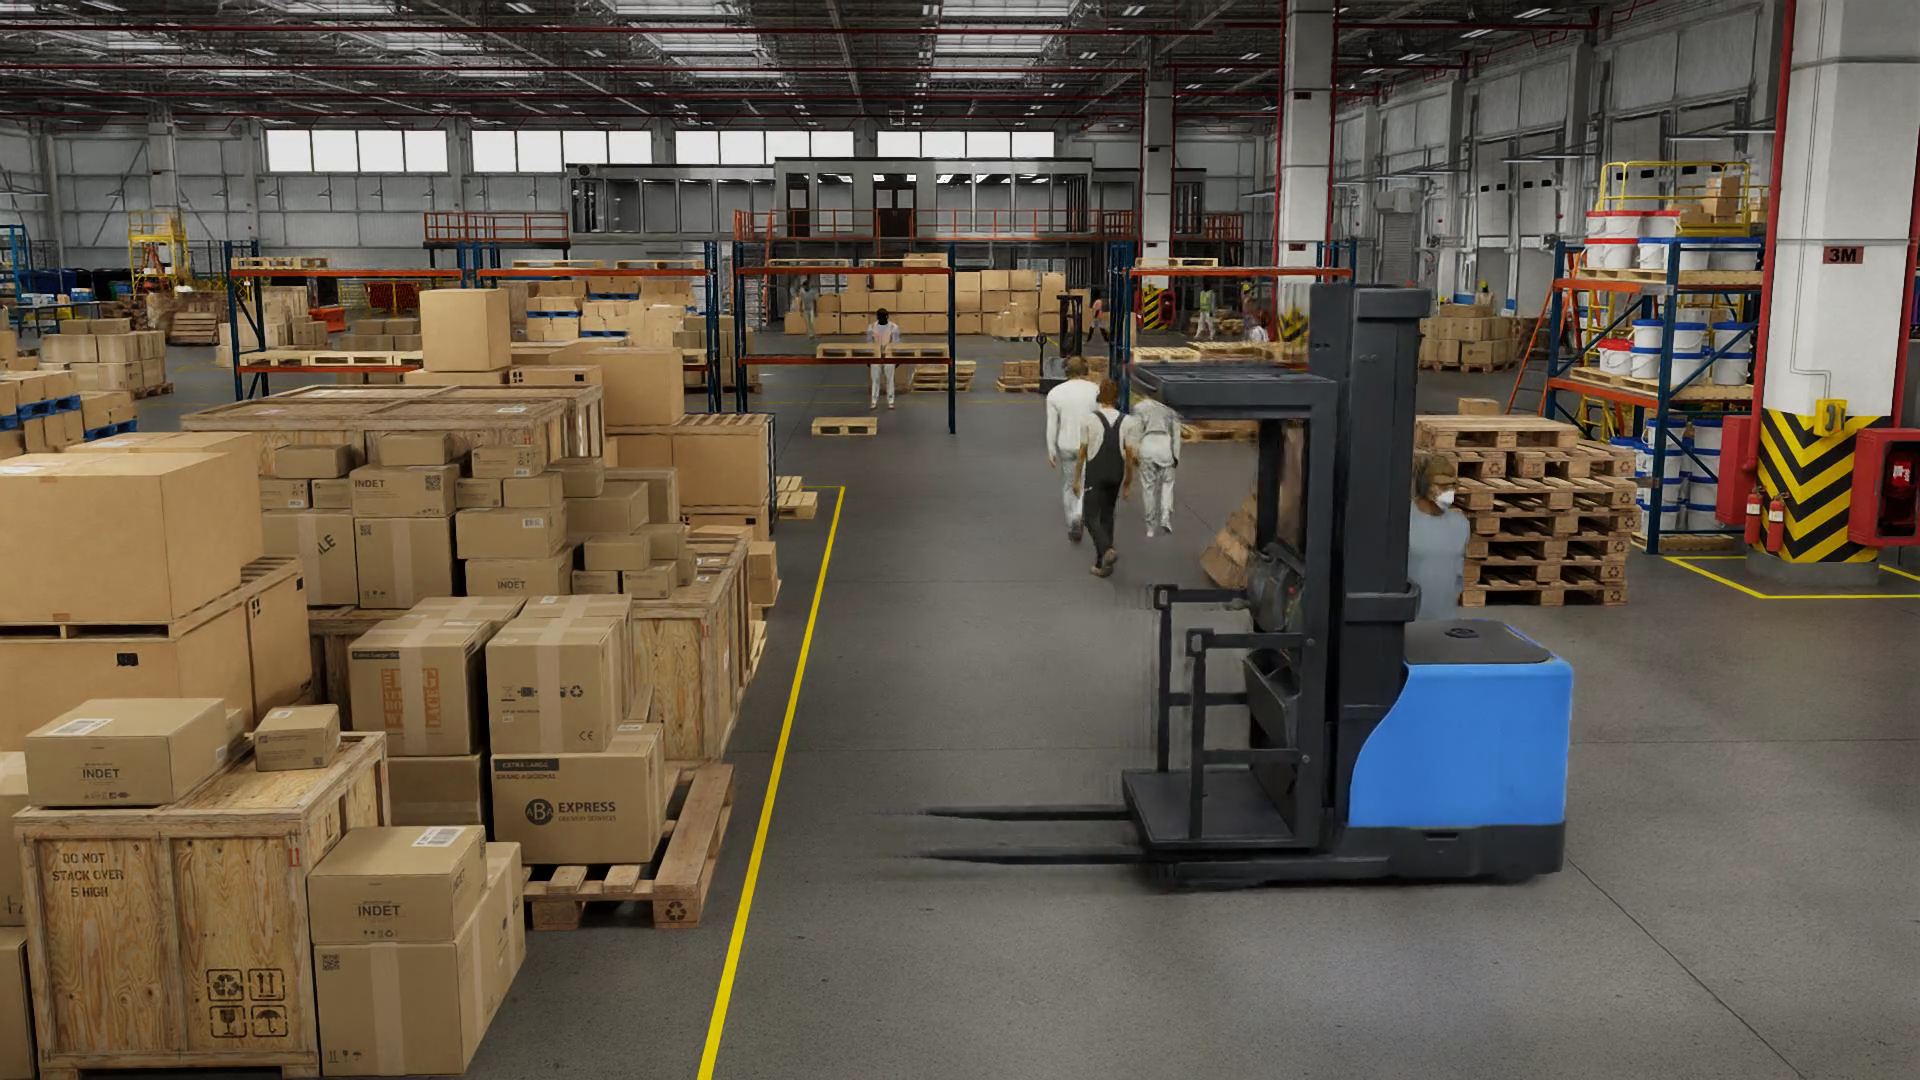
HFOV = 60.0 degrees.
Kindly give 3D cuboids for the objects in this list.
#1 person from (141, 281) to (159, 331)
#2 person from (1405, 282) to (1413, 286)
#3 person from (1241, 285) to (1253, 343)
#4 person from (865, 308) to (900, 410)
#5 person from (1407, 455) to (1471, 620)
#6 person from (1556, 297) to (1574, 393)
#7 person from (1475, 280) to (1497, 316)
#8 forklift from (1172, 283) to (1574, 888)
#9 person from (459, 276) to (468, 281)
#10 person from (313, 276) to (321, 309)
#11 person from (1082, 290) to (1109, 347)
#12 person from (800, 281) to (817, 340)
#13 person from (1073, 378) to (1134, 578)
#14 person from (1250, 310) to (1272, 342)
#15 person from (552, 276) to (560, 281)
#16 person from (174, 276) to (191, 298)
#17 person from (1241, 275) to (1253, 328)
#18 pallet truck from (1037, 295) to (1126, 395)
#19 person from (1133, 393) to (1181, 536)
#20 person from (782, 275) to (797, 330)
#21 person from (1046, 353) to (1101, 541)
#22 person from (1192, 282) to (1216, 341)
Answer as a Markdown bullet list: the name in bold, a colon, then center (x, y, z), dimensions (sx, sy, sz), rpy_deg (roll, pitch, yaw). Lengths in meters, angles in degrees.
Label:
- **person**: center (-22.819, -6.331, 46.921), dimensions (0.439, 1.919, 0.555), rpy_deg (-2, 10, -10)
- **person**: center (12.389, -6.170, 45.986), dimensions (0.548, 1.934, 0.374), rpy_deg (10, 14, 44)
- **person**: center (8.547, -6.735, 49.628), dimensions (0.327, 1.760, 0.523), rpy_deg (-3, 11, -16)
- **person**: center (-1.403, -3.281, 30.152), dimensions (0.633, 1.843, 0.429), rpy_deg (1, 10, 4)
- **person**: center (2.502, 0.458, 9.211), dimensions (0.628, 1.909, 0.991), rpy_deg (-3, 11, -17)
- **person**: center (12.107, -3.916, 33.472), dimensions (0.625, 1.949, 0.673), rpy_deg (2, 10, 10)
- **person**: center (15.515, -6.706, 49.060), dimensions (0.625, 1.896, 0.466), rpy_deg (2, 10, 10)
- **forklift**: center (1.924, 0.162, 8.077), dimensions (1.873, 2.768, 1.129), rpy_deg (0, 10, -2)
- **person**: center (-16.721, -8.025, 56.027), dimensions (0.690, 2.000, 0.584), rpy_deg (2, 10, 11)
- **person**: center (-25.254, -9.577, 65.438), dimensions (0.315, 1.767, 0.535), rpy_deg (-7, 12, -35)
- **person**: center (3.913, -6.366, 47.858), dimensions (0.869, 1.649, 0.544), rpy_deg (-2, 10, -12)
- **person**: center (-4.702, -7.103, 51.525), dimensions (0.501, 1.807, 0.919), rpy_deg (0, 10, 1)
- **person**: center (1.309, -0.530, 14.880), dimensions (0.535, 1.824, 0.583), rpy_deg (-3, 11, -16)
- **person**: center (5.224, -3.027, 28.694), dimensions (0.697, 1.858, 0.610), rpy_deg (6, 12, 30)
- **person**: center (-14.511, -8.681, 59.996), dimensions (0.594, 1.925, 0.379), rpy_deg (7, 12, 33)
- **person**: center (-26.260, -7.985, 56.295), dimensions (0.582, 1.866, 0.618), rpy_deg (0, 10, 0)
- **person**: center (10.031, -8.362, 58.071), dimensions (0.424, 1.981, 0.613), rpy_deg (5, 11, 25)
- **pallet truck**: center (2.483, -3.881, 33.060), dimensions (1.885, 1.965, 0.823), rpy_deg (-7, 13, -36)
- **person**: center (2.028, -0.899, 17.211), dimensions (0.486, 1.730, 0.385), rpy_deg (1, 10, 5)
- **person**: center (-5.670, -8.199, 57.414), dimensions (0.994, 1.900, 0.644), rpy_deg (-4, 11, -23)
- **person**: center (1.159, -0.904, 16.705), dimensions (0.635, 1.921, 0.762), rpy_deg (3, 11, 15)
- **person**: center (7.541, -7.003, 51.005), dimensions (0.802, 1.812, 0.648), rpy_deg (-7, 12, -35)
